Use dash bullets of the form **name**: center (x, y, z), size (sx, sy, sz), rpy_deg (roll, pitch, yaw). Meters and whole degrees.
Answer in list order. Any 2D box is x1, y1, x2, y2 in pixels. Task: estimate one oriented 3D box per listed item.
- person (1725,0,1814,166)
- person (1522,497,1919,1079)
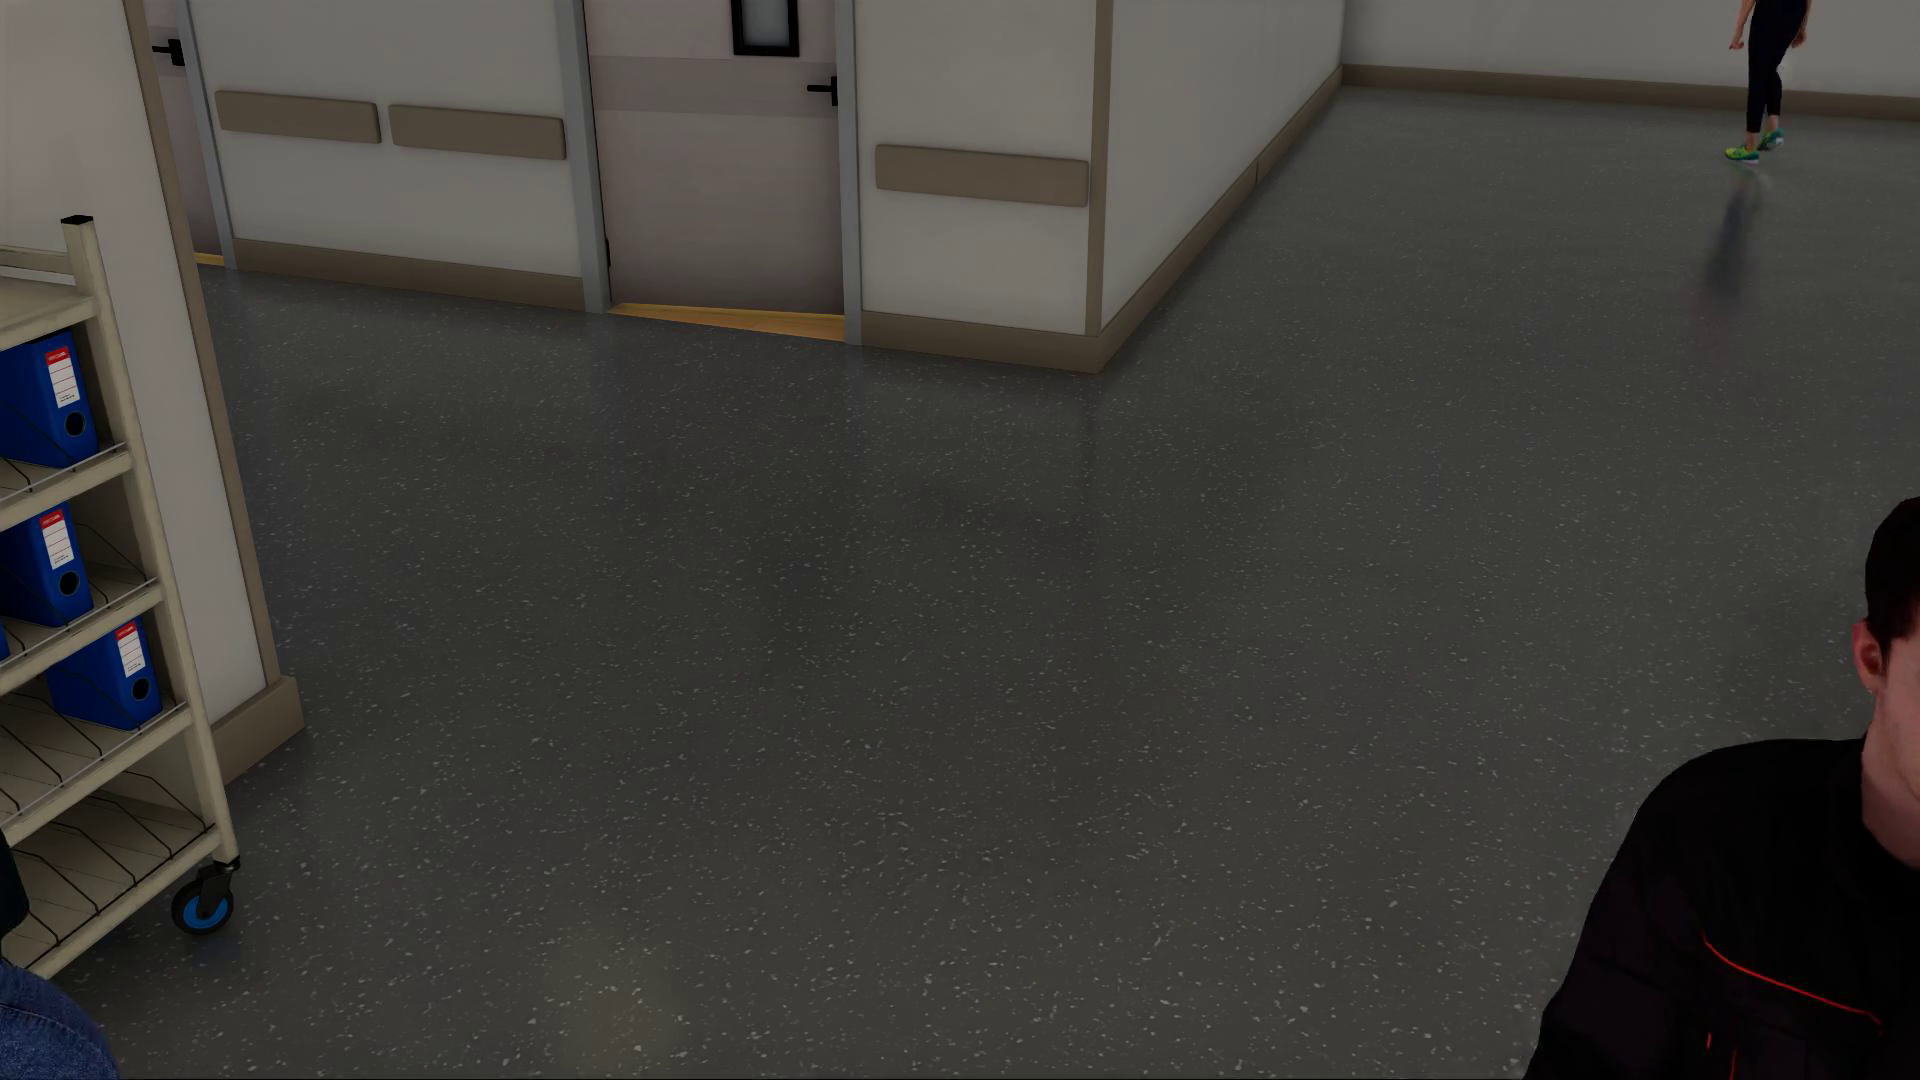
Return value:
- **person**: center (5.060, -3.150, 10.206), size (0.749, 1.696, 0.790), rpy_deg (-6, 26, -12)
- **person**: center (0.867, 0.798, 1.808), size (0.740, 1.879, 1.169), rpy_deg (10, 27, 19)
